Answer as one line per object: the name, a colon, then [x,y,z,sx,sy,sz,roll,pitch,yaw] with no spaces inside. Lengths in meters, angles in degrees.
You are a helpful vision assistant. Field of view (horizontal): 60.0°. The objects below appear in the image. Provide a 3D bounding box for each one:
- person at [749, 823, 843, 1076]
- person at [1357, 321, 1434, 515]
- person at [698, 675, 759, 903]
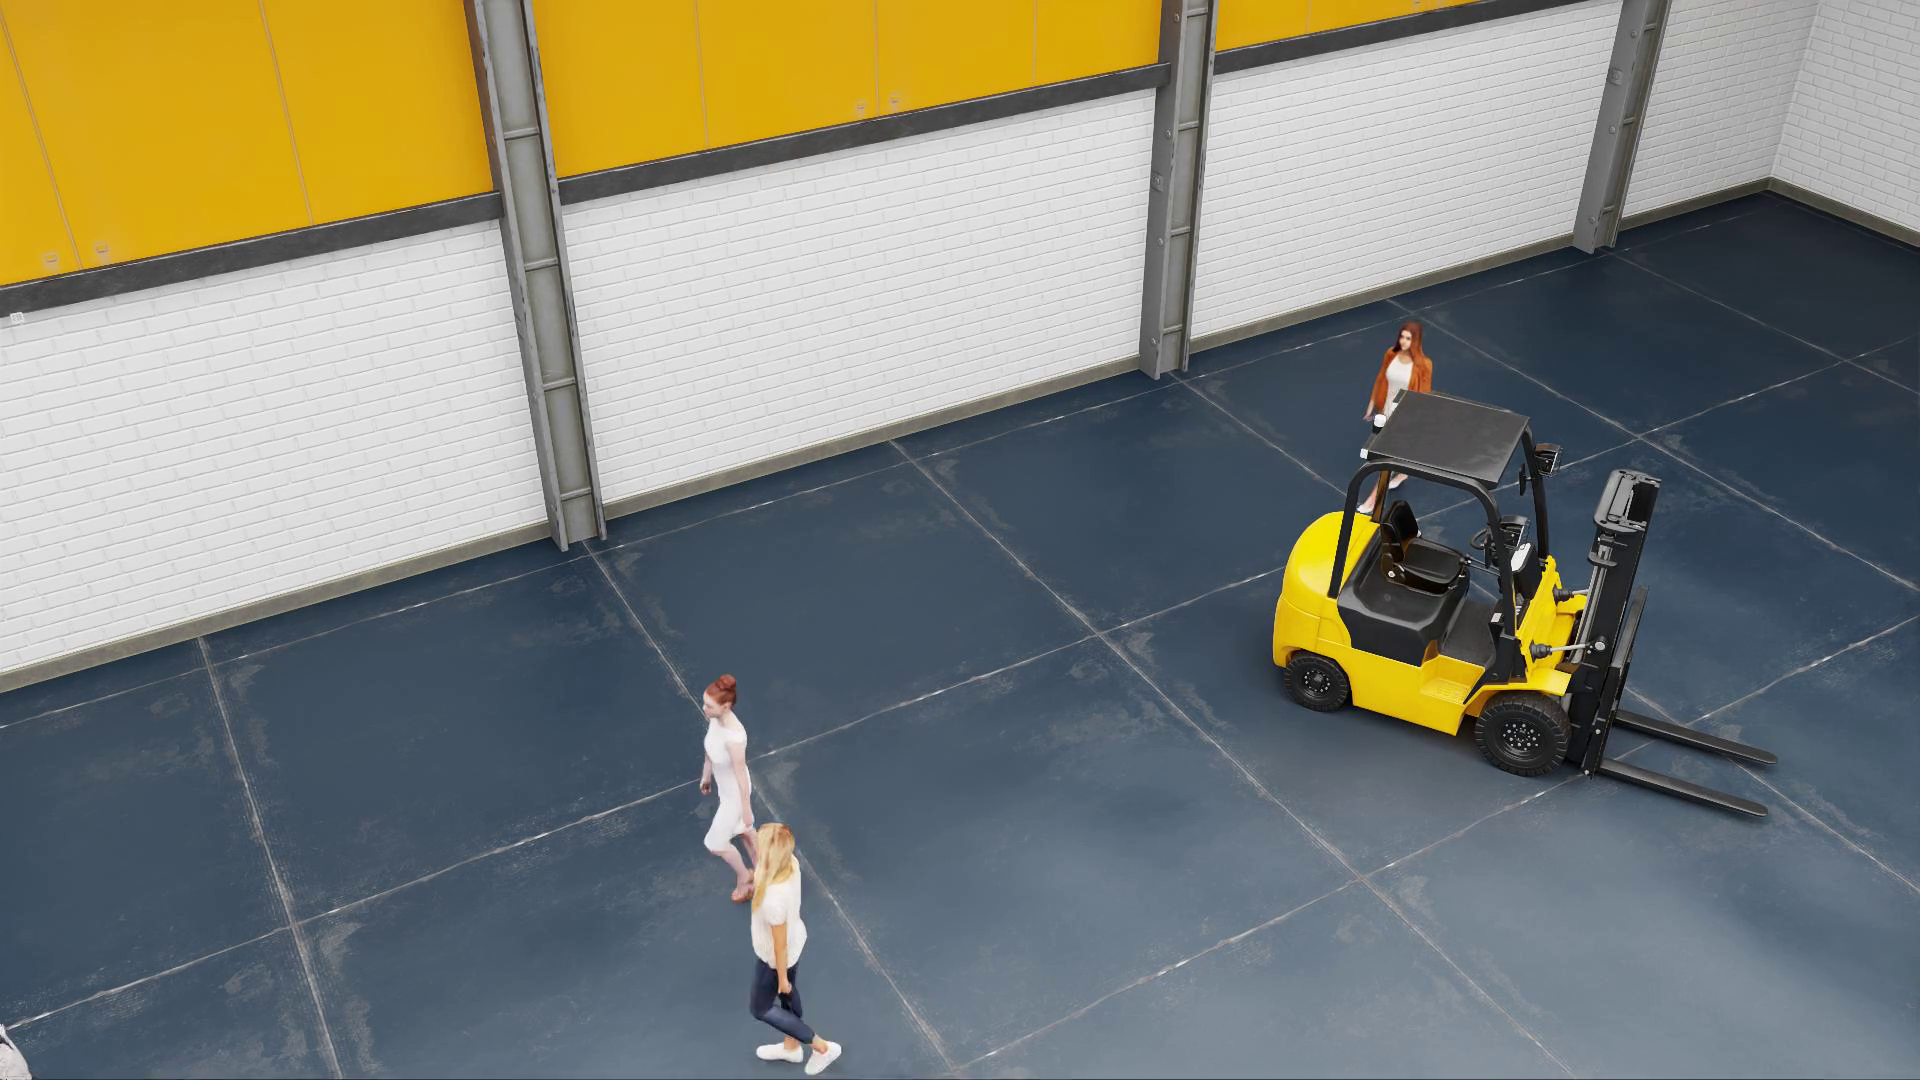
person: [-0.877,2.214,8.925,0.885,1.797,0.814,5,34,7]
person: [3.732,-1.089,14.004,1.161,1.676,0.829,-28,43,-35]
person: [-1.257,1.513,9.997,0.675,1.777,0.636,-13,36,-19]
